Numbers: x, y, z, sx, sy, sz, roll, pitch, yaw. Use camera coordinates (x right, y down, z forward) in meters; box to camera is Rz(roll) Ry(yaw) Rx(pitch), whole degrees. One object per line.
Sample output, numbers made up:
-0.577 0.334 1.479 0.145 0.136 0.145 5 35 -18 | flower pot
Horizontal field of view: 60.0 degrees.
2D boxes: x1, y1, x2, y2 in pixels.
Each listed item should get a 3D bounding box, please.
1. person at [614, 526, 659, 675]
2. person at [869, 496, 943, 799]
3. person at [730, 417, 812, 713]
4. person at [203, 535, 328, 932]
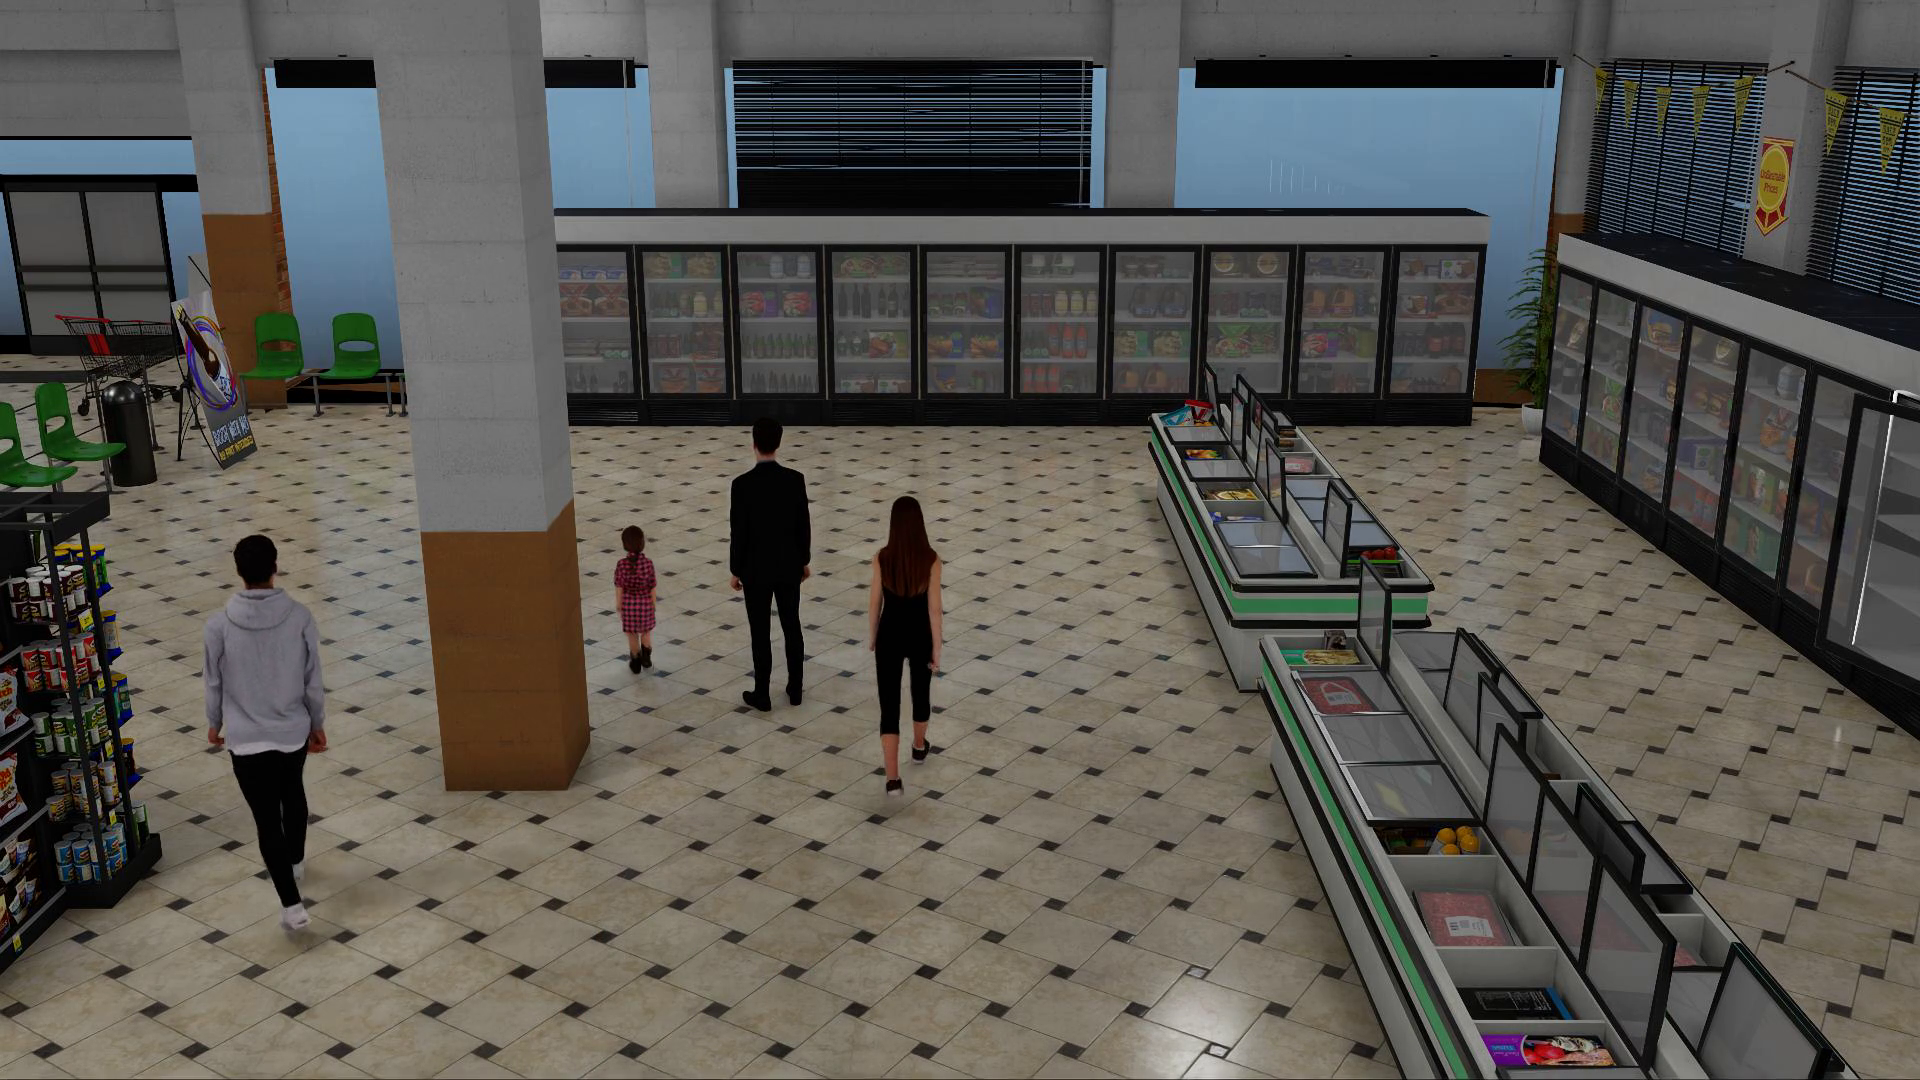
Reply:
-2.172 0.418 11.168 0.484 1.017 0.519 -6 18 -20 | person
-0.331 0.631 9.307 0.633 1.690 1.146 1 17 4 | person
-1.196 0.154 10.530 0.786 1.893 0.769 -8 19 -25 | person
-3.277 0.950 7.911 1.109 1.890 1.310 -10 20 -30 | person
